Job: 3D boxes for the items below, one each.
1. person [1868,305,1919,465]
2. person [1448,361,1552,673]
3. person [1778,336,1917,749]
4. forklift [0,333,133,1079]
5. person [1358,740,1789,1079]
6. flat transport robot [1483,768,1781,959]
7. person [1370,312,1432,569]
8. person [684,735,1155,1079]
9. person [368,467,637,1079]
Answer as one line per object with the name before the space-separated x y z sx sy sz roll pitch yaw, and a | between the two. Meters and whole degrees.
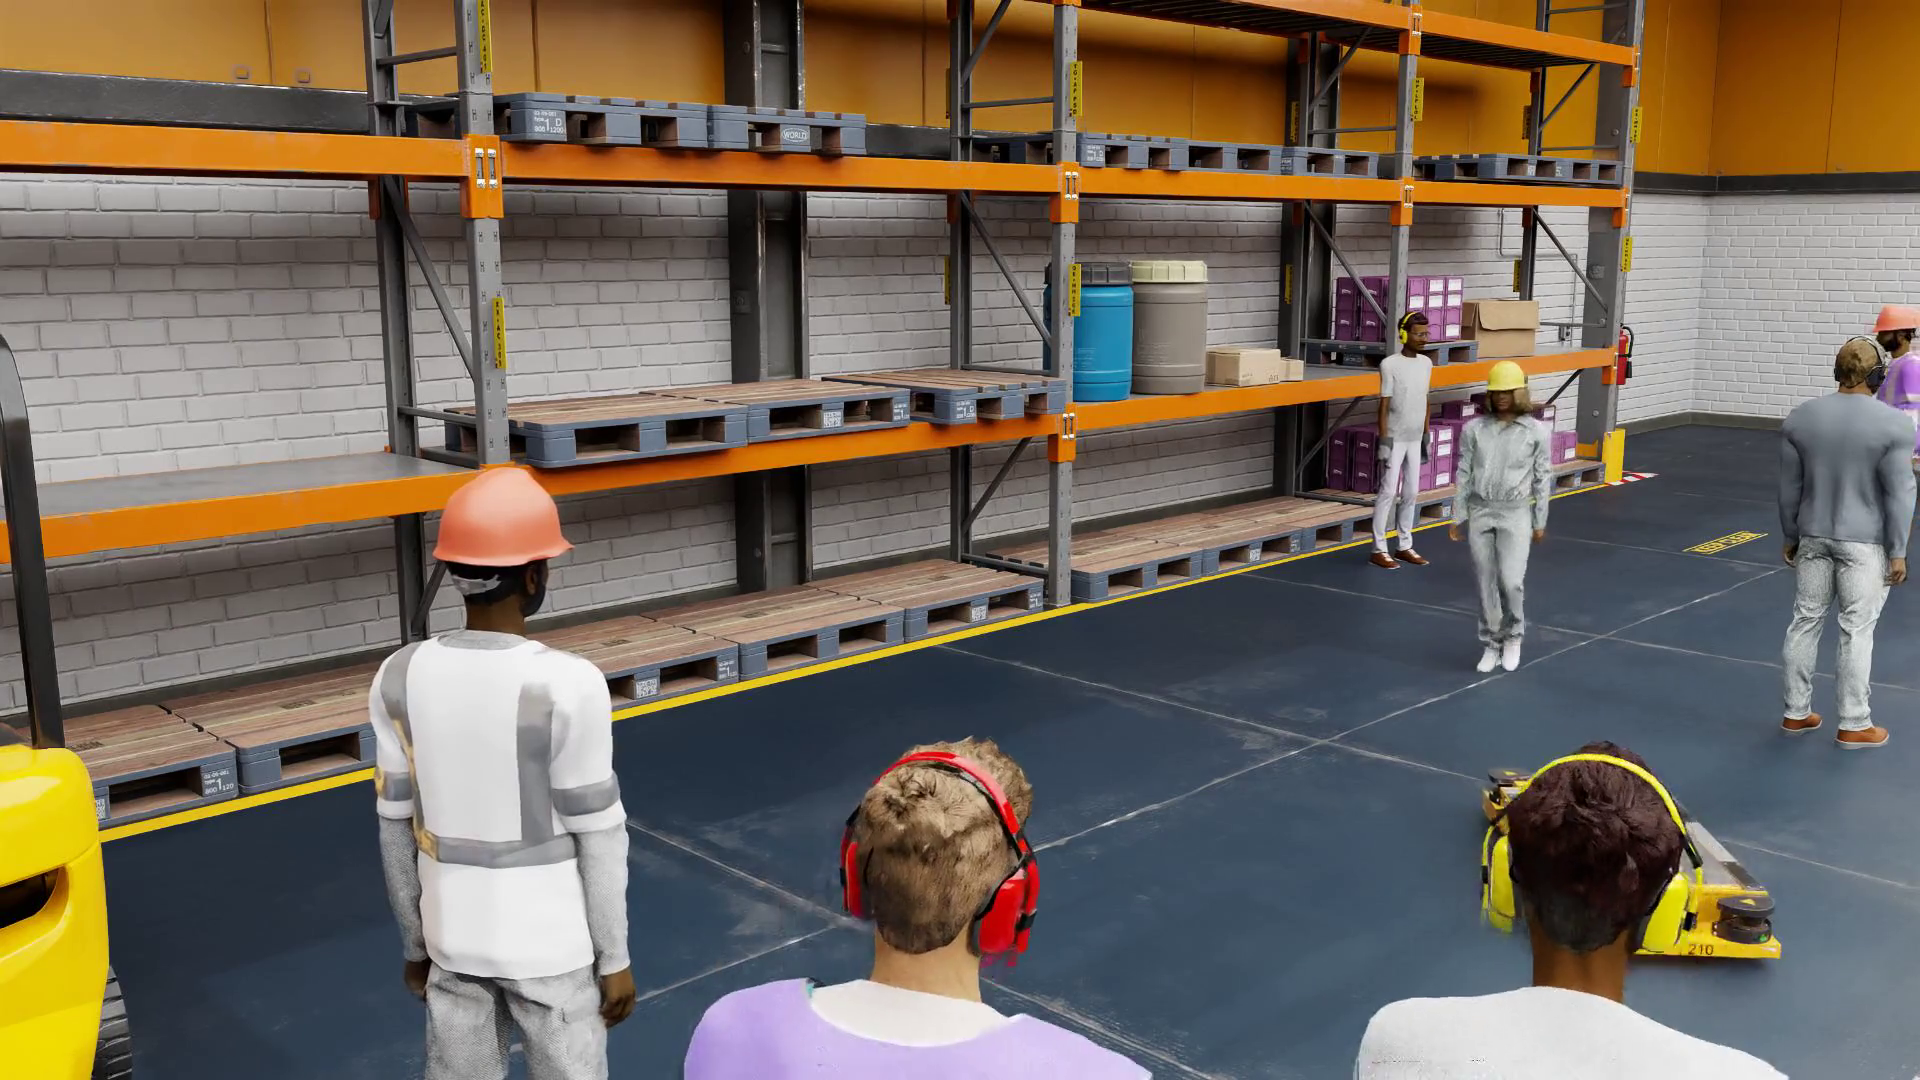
person | 6.428 -0.662 11.576 0.474 1.921 0.586 4 11 19
person | 2.948 -0.116 9.121 0.493 1.726 0.404 7 13 34
person | 4.169 0.013 7.854 0.373 1.940 0.628 -7 12 -33
forklift | -3.289 0.485 4.582 1.214 2.155 2.313 -10 14 -44
person | 0.737 1.149 2.050 0.536 1.813 1.019 5 12 27
flat transport robot | 2.427 1.159 6.155 0.652 0.197 1.431 1 10 5
person | 3.230 -0.721 12.082 0.515 1.860 0.317 -6 12 -31
person | -0.056 1.146 1.978 0.571 1.834 0.429 5 11 23
person | -0.928 0.814 3.482 0.543 1.939 0.371 3 11 17
